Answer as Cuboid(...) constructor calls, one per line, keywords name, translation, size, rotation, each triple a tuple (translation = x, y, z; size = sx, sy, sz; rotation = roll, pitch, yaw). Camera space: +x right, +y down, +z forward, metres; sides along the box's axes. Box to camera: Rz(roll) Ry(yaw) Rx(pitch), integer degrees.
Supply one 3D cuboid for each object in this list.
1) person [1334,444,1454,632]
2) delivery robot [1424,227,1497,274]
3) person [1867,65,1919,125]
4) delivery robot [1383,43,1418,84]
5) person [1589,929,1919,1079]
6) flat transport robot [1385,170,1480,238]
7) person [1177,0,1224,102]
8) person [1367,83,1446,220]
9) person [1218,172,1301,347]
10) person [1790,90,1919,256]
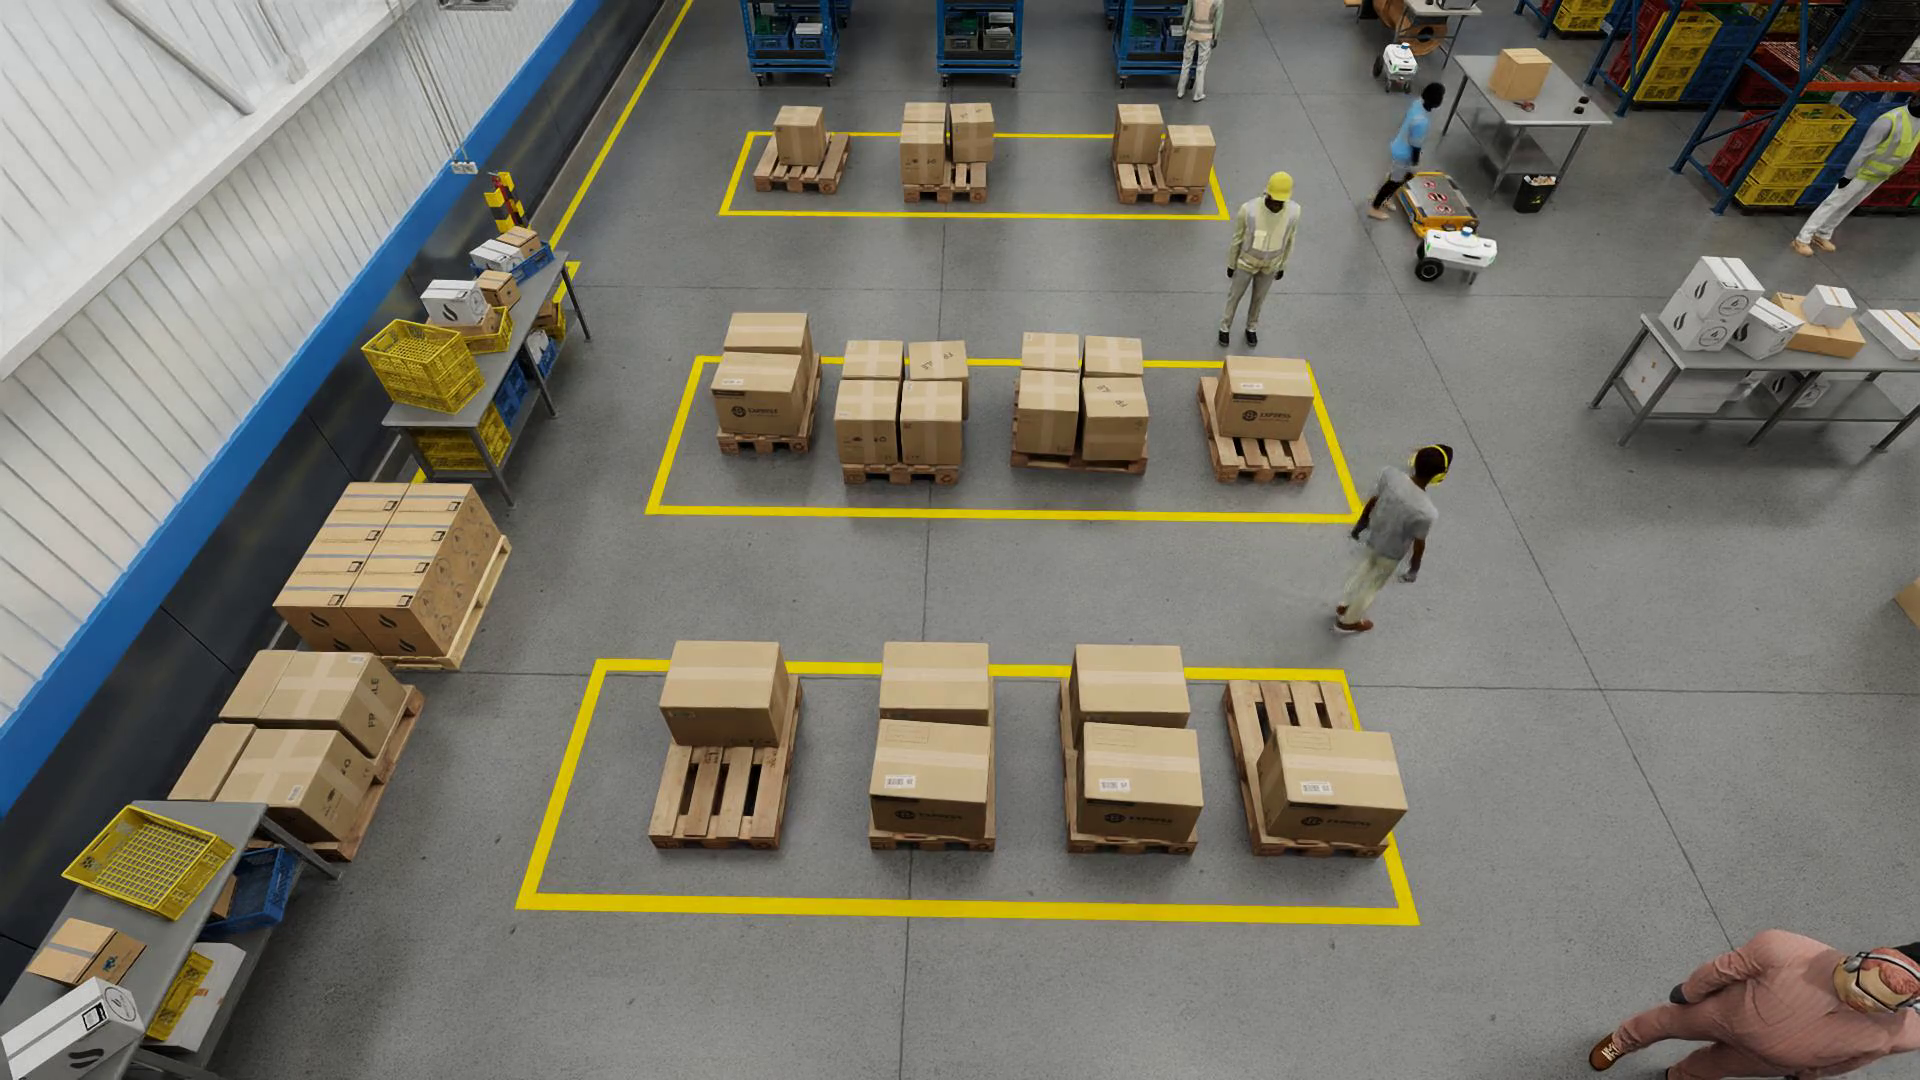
Cuboid(name="person", translation=(3.057, 0.018, 6.457), size=(0.452, 1.850, 0.582), rotation=(-17, 51, -15))
Cuboid(name="delivery robot", translation=(5.454, -3.176, 10.018), size=(0.707, 0.478, 0.477), rotation=(16, 51, 13))
Cuboid(name="person", translation=(11.740, -5.606, 11.272), size=(0.357, 1.938, 0.638), rotation=(-15, 51, -13))
Cuboid(name="delivery robot", translation=(6.365, -6.920, 13.259), size=(0.477, 0.478, 0.707), rotation=(5, 49, 4))
Cuboid(name="person", translation=(3.809, 2.355, 4.402), size=(0.643, 1.909, 0.410), rotation=(34, 57, 26))
Cuboid(name="flat transport robot", translation=(5.692, -4.094, 11.059), size=(0.652, 0.197, 1.431), rotation=(1, 49, 1))
Cuboid(name="person", translation=(3.295, -6.913, 12.599), size=(0.523, 1.638, 0.311), rotation=(23, 53, 18))
Cuboid(name="person", translation=(5.071, -4.387, 10.404), size=(0.385, 1.657, 0.604), rotation=(18, 51, 15))
Cuboid(name="person", translation=(2.864, -2.674, 8.813), size=(0.581, 1.823, 0.403), rotation=(2, 49, 1))
Cuboid(name="person", translation=(9.857, -3.981, 9.929), size=(0.636, 1.842, 0.429), rotation=(-11, 50, -9))
